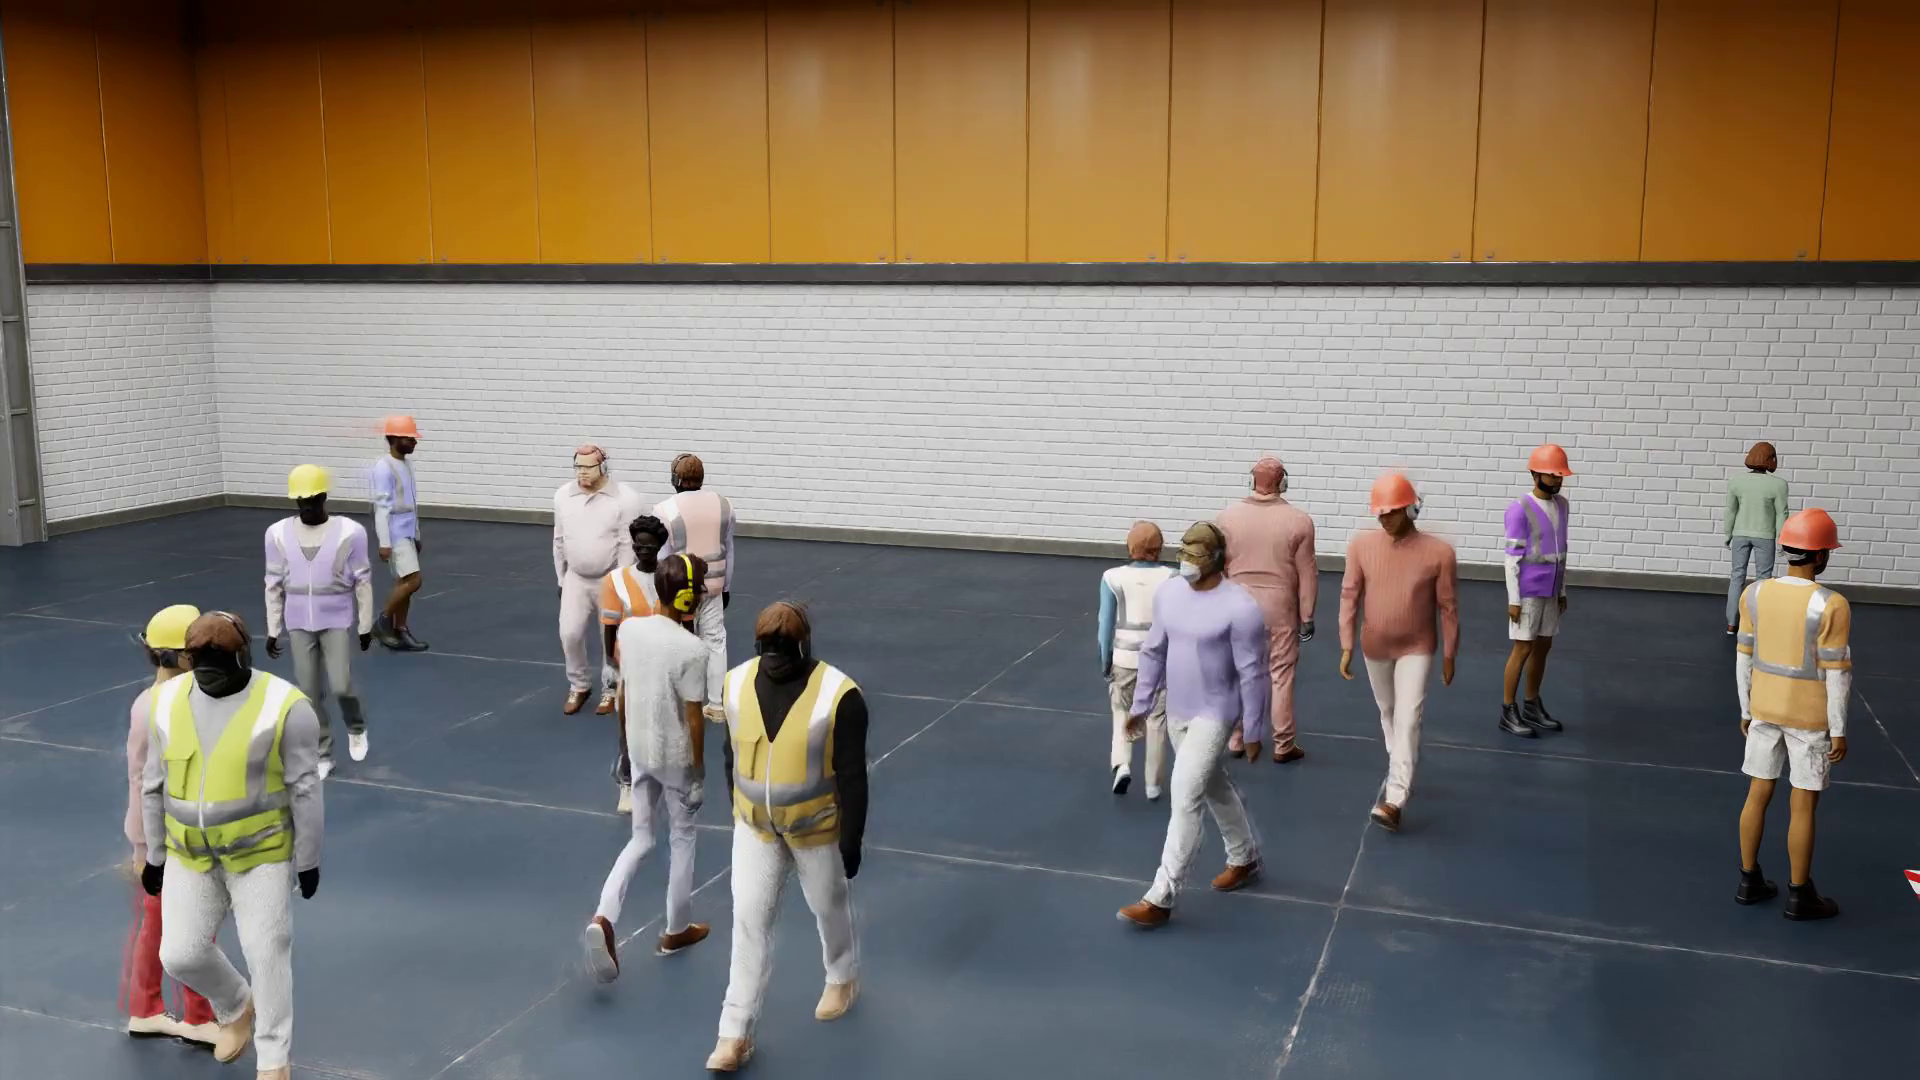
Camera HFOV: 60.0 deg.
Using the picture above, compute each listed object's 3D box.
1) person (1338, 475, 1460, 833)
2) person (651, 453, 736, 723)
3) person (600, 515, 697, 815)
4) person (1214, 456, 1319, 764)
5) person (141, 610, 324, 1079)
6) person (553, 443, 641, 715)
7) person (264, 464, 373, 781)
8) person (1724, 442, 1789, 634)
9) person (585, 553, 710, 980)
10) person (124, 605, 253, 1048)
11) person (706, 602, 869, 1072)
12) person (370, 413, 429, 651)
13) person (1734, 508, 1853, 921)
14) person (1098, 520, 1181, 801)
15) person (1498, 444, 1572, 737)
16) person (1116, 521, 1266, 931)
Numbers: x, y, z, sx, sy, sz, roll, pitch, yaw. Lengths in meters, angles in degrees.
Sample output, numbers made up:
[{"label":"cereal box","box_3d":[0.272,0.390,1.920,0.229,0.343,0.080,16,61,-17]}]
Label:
[{"label":"person","box_3d":[2.413,0.603,9.198,0.615,1.918,1.094,5,10,27]},{"label":"person","box_3d":[-1.794,0.342,11.065,0.622,1.845,0.429,-8,12,-40]},{"label":"person","box_3d":[-1.734,0.692,9.327,0.540,1.698,0.317,-3,10,-16]},{"label":"person","box_3d":[1.896,0.432,10.323,0.663,1.909,0.404,4,10,25]},{"label":"person","box_3d":[-2.658,1.144,6.124,0.660,1.828,0.479,0,9,3]},{"label":"person","box_3d":[-2.487,0.276,11.333,0.641,1.885,0.509,1,9,7]},{"label":"person","box_3d":[-3.834,0.482,9.983,0.592,1.908,0.466,-1,9,-4]},{"label":"person","box_3d":[6.620,-0.004,13.850,0.266,1.631,0.507,-9,13,-44]},{"label":"person","box_3d":[-1.336,0.970,7.175,0.547,1.838,0.742,5,10,26]},{"label":"person","box_3d":[-3.013,1.120,6.479,0.641,1.745,0.568,-1,9,-8]},{"label":"person","box_3d":[-0.662,1.113,6.494,0.631,1.783,0.958,3,10,16]},{"label":"person","box_3d":[-4.424,-0.046,13.211,0.401,1.921,0.569,0,9,2]},{"label":"person","box_3d":[3.931,0.813,7.840,0.361,1.939,0.542,-5,11,-30]},{"label":"person","box_3d":[1.054,0.699,9.536,0.521,1.628,0.378,1,9,8]},{"label":"person","box_3d":[3.798,0.326,10.904,0.553,1.930,0.391,-6,11,-33]},{"label":"person","box_3d":[1.134,0.840,7.874,1.038,1.890,0.638,-6,11,-34]}]
